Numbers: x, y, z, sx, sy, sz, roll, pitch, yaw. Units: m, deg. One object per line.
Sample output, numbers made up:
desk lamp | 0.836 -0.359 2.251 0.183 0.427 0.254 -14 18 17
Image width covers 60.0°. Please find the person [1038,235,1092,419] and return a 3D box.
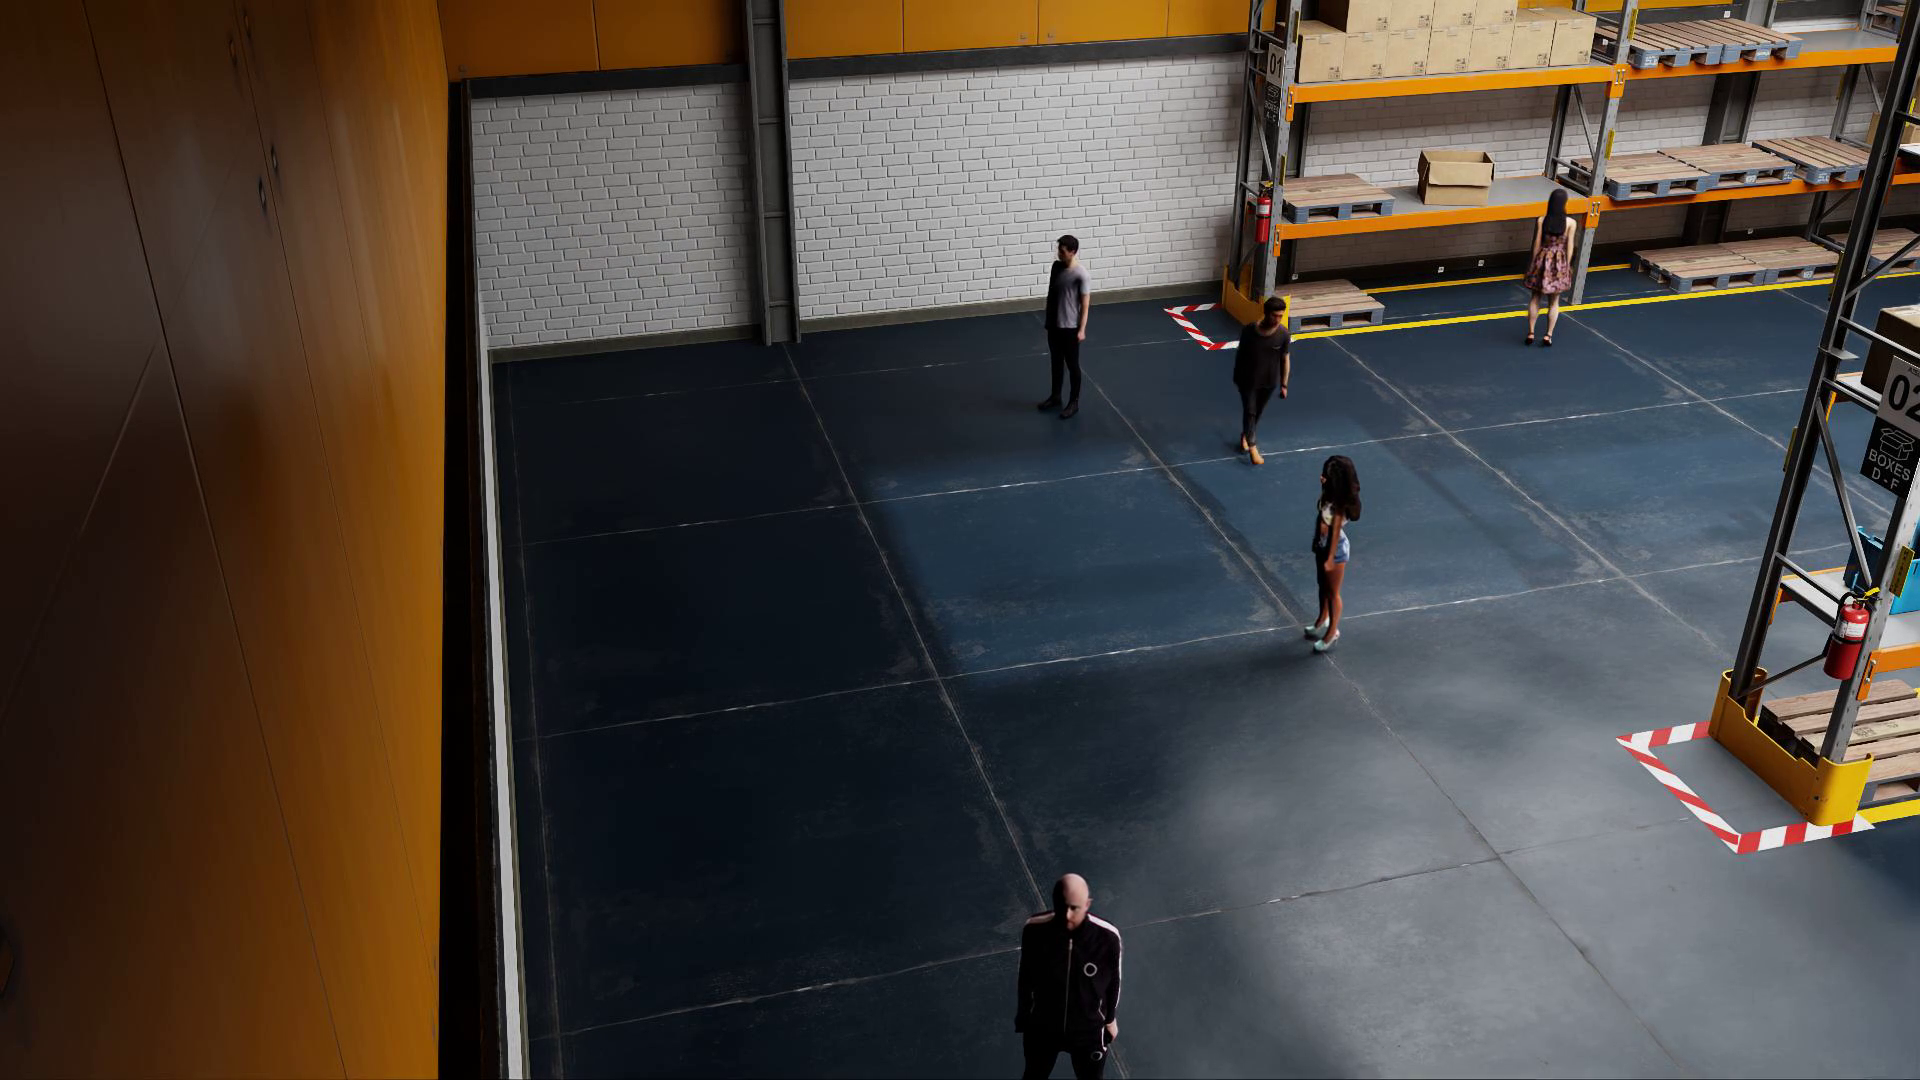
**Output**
person | 1.063 -2.155 16.621 0.730 1.862 0.745 -25 37 -37

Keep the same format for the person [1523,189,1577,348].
person | 6.450 -2.967 18.200 0.797 1.774 0.866 12 31 21

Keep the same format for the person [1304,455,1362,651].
person | 2.845 0.088 12.761 0.595 1.620 0.577 -4 29 -7

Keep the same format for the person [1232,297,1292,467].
person | 2.788 -1.573 15.770 0.980 1.654 0.800 1 29 2

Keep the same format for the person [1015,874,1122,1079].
person | 0.532 2.392 8.310 0.651 1.837 0.808 3 29 6
